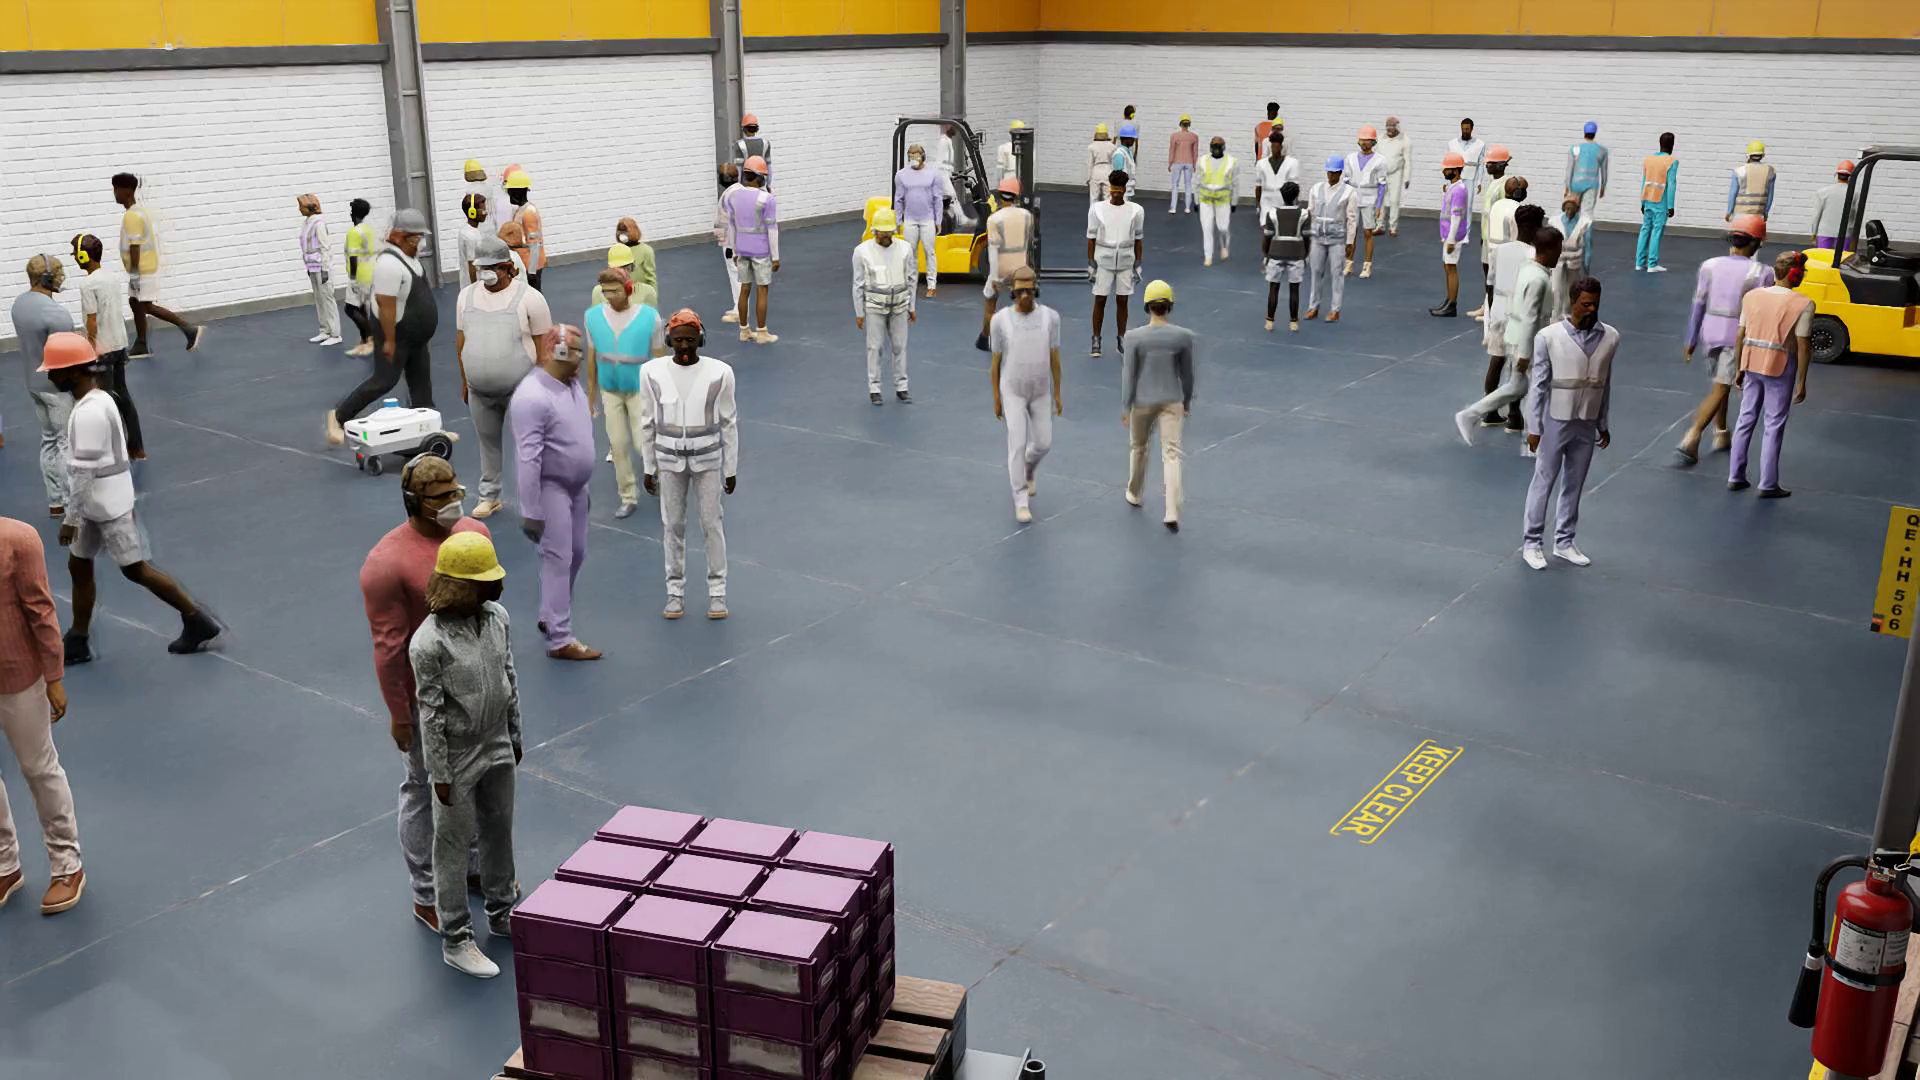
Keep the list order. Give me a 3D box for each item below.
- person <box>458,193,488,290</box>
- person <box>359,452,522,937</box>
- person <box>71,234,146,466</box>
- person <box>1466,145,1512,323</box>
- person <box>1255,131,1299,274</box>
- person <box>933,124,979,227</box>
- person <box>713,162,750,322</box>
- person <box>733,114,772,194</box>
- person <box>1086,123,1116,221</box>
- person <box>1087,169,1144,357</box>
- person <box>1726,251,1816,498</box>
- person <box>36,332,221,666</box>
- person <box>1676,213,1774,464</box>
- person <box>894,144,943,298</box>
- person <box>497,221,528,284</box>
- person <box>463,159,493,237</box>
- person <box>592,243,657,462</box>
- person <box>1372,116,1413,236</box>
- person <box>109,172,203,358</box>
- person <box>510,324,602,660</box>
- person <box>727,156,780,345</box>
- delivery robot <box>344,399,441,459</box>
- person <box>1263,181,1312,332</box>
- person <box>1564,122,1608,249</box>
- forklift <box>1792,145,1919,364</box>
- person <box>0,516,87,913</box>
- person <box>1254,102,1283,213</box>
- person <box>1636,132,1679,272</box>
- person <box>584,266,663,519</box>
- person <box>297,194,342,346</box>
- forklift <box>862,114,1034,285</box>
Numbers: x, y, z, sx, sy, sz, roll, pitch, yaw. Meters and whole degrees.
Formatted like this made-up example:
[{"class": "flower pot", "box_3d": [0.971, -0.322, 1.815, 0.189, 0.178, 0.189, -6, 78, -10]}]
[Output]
[{"class": "person", "box_3d": [-4.668, -2.410, 16.095, 0.325, 1.861, 0.512, -6, 19, -18]}, {"class": "person", "box_3d": [-2.031, 0.591, 6.573, 0.377, 1.940, 0.629, 9, 20, 25]}, {"class": "person", "box_3d": [-6.818, -1.502, 13.261, 0.341, 1.857, 0.524, 0, 18, 0]}, {"class": "person", "box_3d": [6.186, -3.551, 19.361, 0.391, 2.040, 0.615, 0, 18, -1]}, {"class": "person", "box_3d": [4.425, -4.727, 23.225, 0.609, 1.942, 0.919, 5, 18, 14]}, {"class": "person", "box_3d": [-0.209, -6.014, 27.412, 1.048, 1.815, 0.592, 1, 18, 4]}, {"class": "person", "box_3d": [-2.662, -3.482, 19.474, 0.429, 1.839, 0.633, 1, 18, 2]}, {"class": "person", "box_3d": [-3.129, -5.363, 25.029, 0.610, 2.041, 0.390, -11, 21, -31]}, {"class": "person", "box_3d": [2.330, -6.002, 27.529, 0.490, 1.738, 0.333, 0, 18, -1]}, {"class": "person", "box_3d": [1.623, -2.896, 17.447, 0.602, 1.958, 0.390, -1, 18, -4]}, {"class": "person", "box_3d": [6.042, -1.231, 12.428, 0.373, 1.838, 0.572, -11, 21, -30]}, {"class": "person", "box_3d": [-4.695, -0.219, 9.190, 0.955, 1.899, 0.543, -10, 20, -28]}, {"class": "person", "box_3d": [6.167, -1.622, 13.423, 1.016, 1.998, 0.611, -12, 21, -33]}, {"class": "person", "box_3d": [-0.521, -4.041, 21.084, 0.636, 1.929, 0.381, 4, 18, 12]}, {"class": "person", "box_3d": [-4.219, -2.217, 15.851, 0.279, 1.633, 0.502, -8, 19, -22]}, {"class": "person", "box_3d": [-6.096, -3.967, 21.165, 0.363, 1.729, 0.500, 7, 19, 20]}, {"class": "person", "box_3d": [-2.685, -1.506, 13.412, 0.525, 1.769, 0.315, -3, 18, -8]}, {"class": "person", "box_3d": [6.923, -5.853, 26.801, 0.683, 1.893, 0.442, 13, 22, 35]}, {"class": "person", "box_3d": [-8.459, -2.858, 17.348, 0.785, 1.946, 0.613, -7, 19, -22]}, {"class": "person", "box_3d": [-2.267, -0.279, 9.435, 0.504, 1.910, 0.690, 5, 18, 15]}, {"class": "person", "box_3d": [-2.220, -3.144, 18.113, 0.611, 2.032, 0.411, 10, 20, 28]}, {"class": "delivery robot", "box_3d": [-4.519, -0.883, 13.270, 0.477, 0.478, 0.707, 16, 24, 40]}, {"class": "person", "box_3d": [3.696, -3.199, 18.837, 0.540, 1.692, 0.319, 4, 18, 11]}, {"class": "person", "box_3d": [9.614, -5.449, 25.542, 0.634, 1.899, 1.012, 4, 18, 13]}, {"class": "forklift", "box_3d": [9.803, -2.879, 17.013, 2.313, 2.155, 1.214, 12, 21, 33]}, {"class": "person", "box_3d": [-3.891, 0.558, 6.618, 0.626, 1.980, 0.411, -2, 18, -7]}, {"class": "person", "box_3d": [5.531, -6.824, 29.732, 0.368, 1.960, 0.602, -16, 24, -41]}, {"class": "person", "box_3d": [9.712, -4.704, 23.187, 0.397, 1.911, 0.587, -7, 19, -20]}, {"class": "person", "box_3d": [-2.393, -1.086, 12.029, 0.575, 1.815, 0.566, 2, 18, 7]}, {"class": "person", "box_3d": [-6.981, -2.939, 18.102, 0.310, 1.636, 0.523, -14, 22, -37]}, {"class": "forklift", "box_3d": [-0.171, -4.594, 22.377, 2.313, 2.155, 1.214, 1, 18, 3]}]
